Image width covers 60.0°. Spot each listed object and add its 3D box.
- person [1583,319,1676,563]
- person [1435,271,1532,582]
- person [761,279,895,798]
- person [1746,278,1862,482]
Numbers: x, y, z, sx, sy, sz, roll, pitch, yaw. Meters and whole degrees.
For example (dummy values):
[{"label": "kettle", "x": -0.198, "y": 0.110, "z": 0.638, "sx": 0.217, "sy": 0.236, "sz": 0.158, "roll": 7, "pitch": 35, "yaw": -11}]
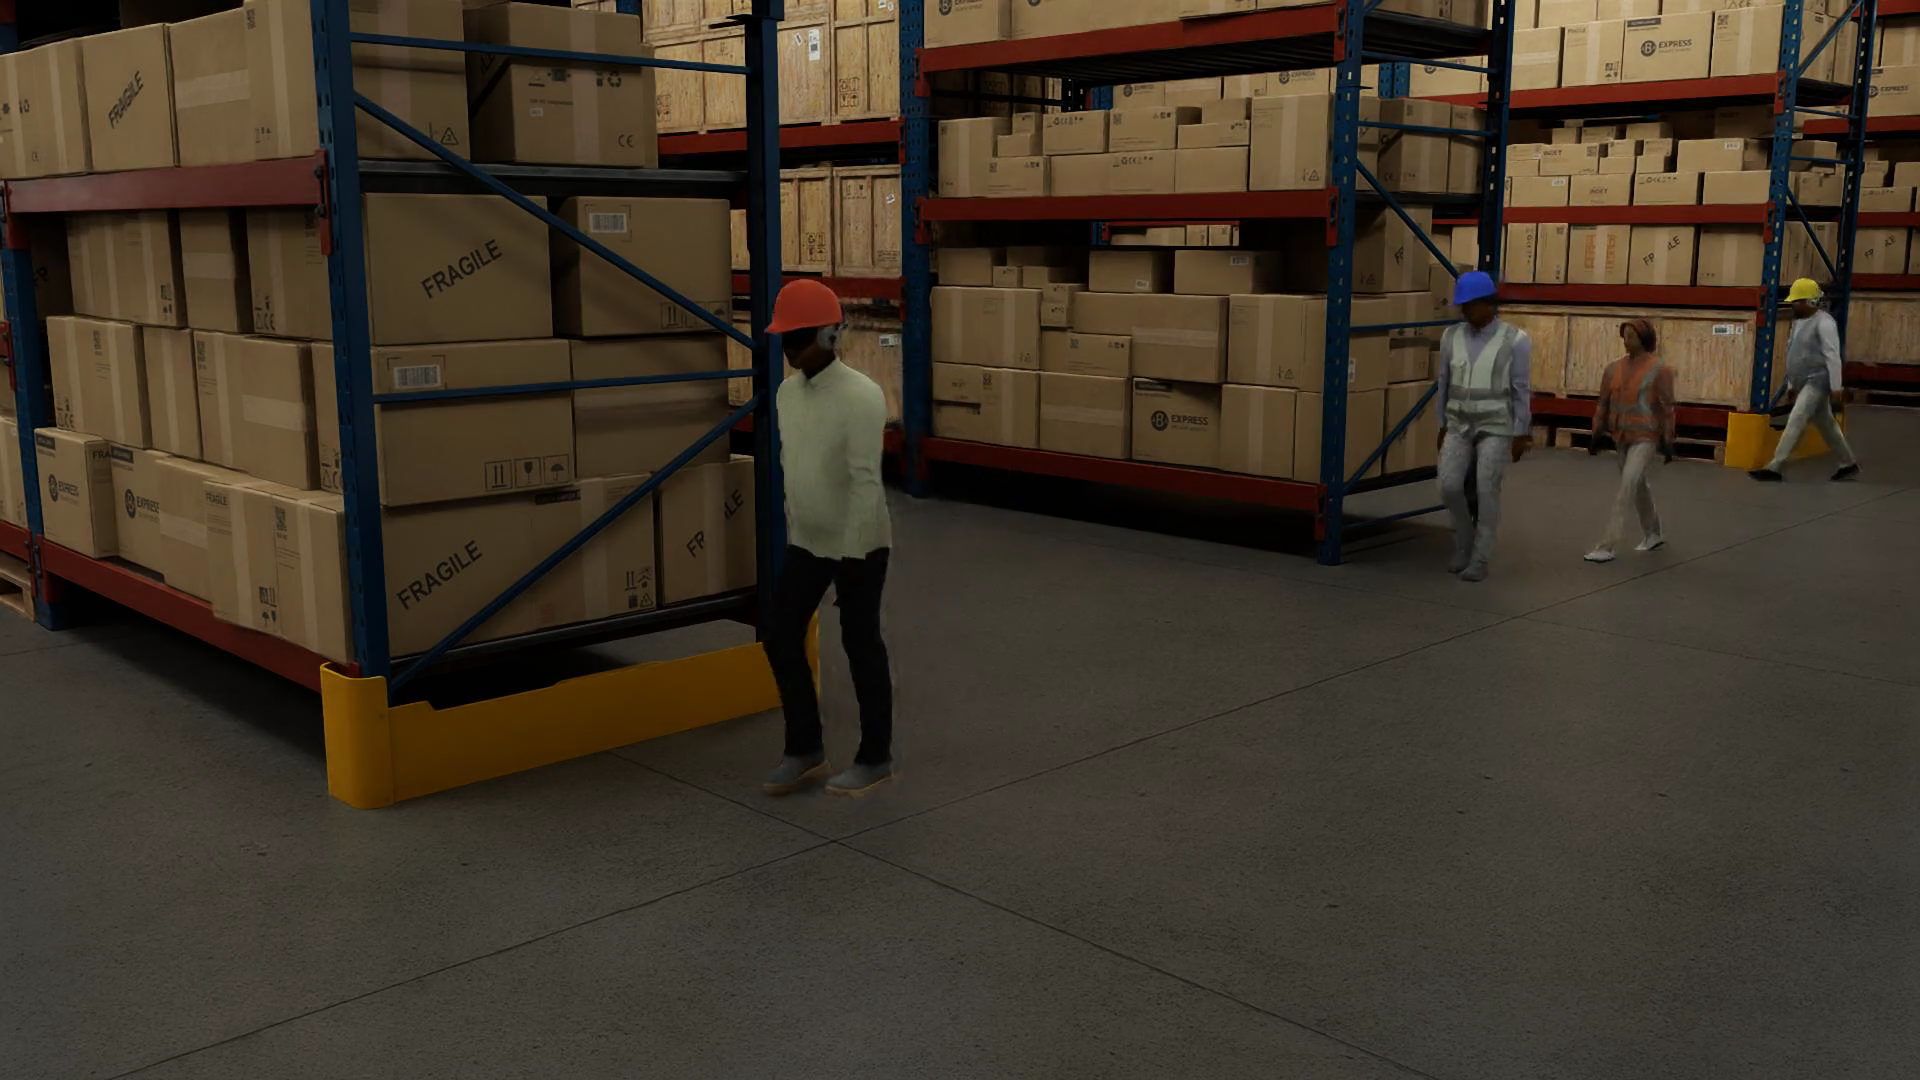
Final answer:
[{"label": "person", "x": 4.465, "y": -0.666, "z": 11.000, "sx": 0.868, "sy": 1.596, "sz": 0.535, "roll": -5, "pitch": 12, "yaw": -27}, {"label": "person", "x": 3.194, "y": -0.683, "z": 10.210, "sx": 0.635, "sy": 1.913, "sz": 0.437, "roll": 10, "pitch": 14, "yaw": 42}, {"label": "person", "x": -0.521, "y": 0.021, "z": 6.231, "sx": 0.650, "sy": 1.967, "sz": 0.648, "roll": 9, "pitch": 14, "yaw": 42}, {"label": "person", "x": 7.398, "y": -1.365, "z": 14.352, "sx": 0.980, "sy": 1.774, "sz": 0.624, "roll": 1, "pitch": 10, "yaw": 6}]
